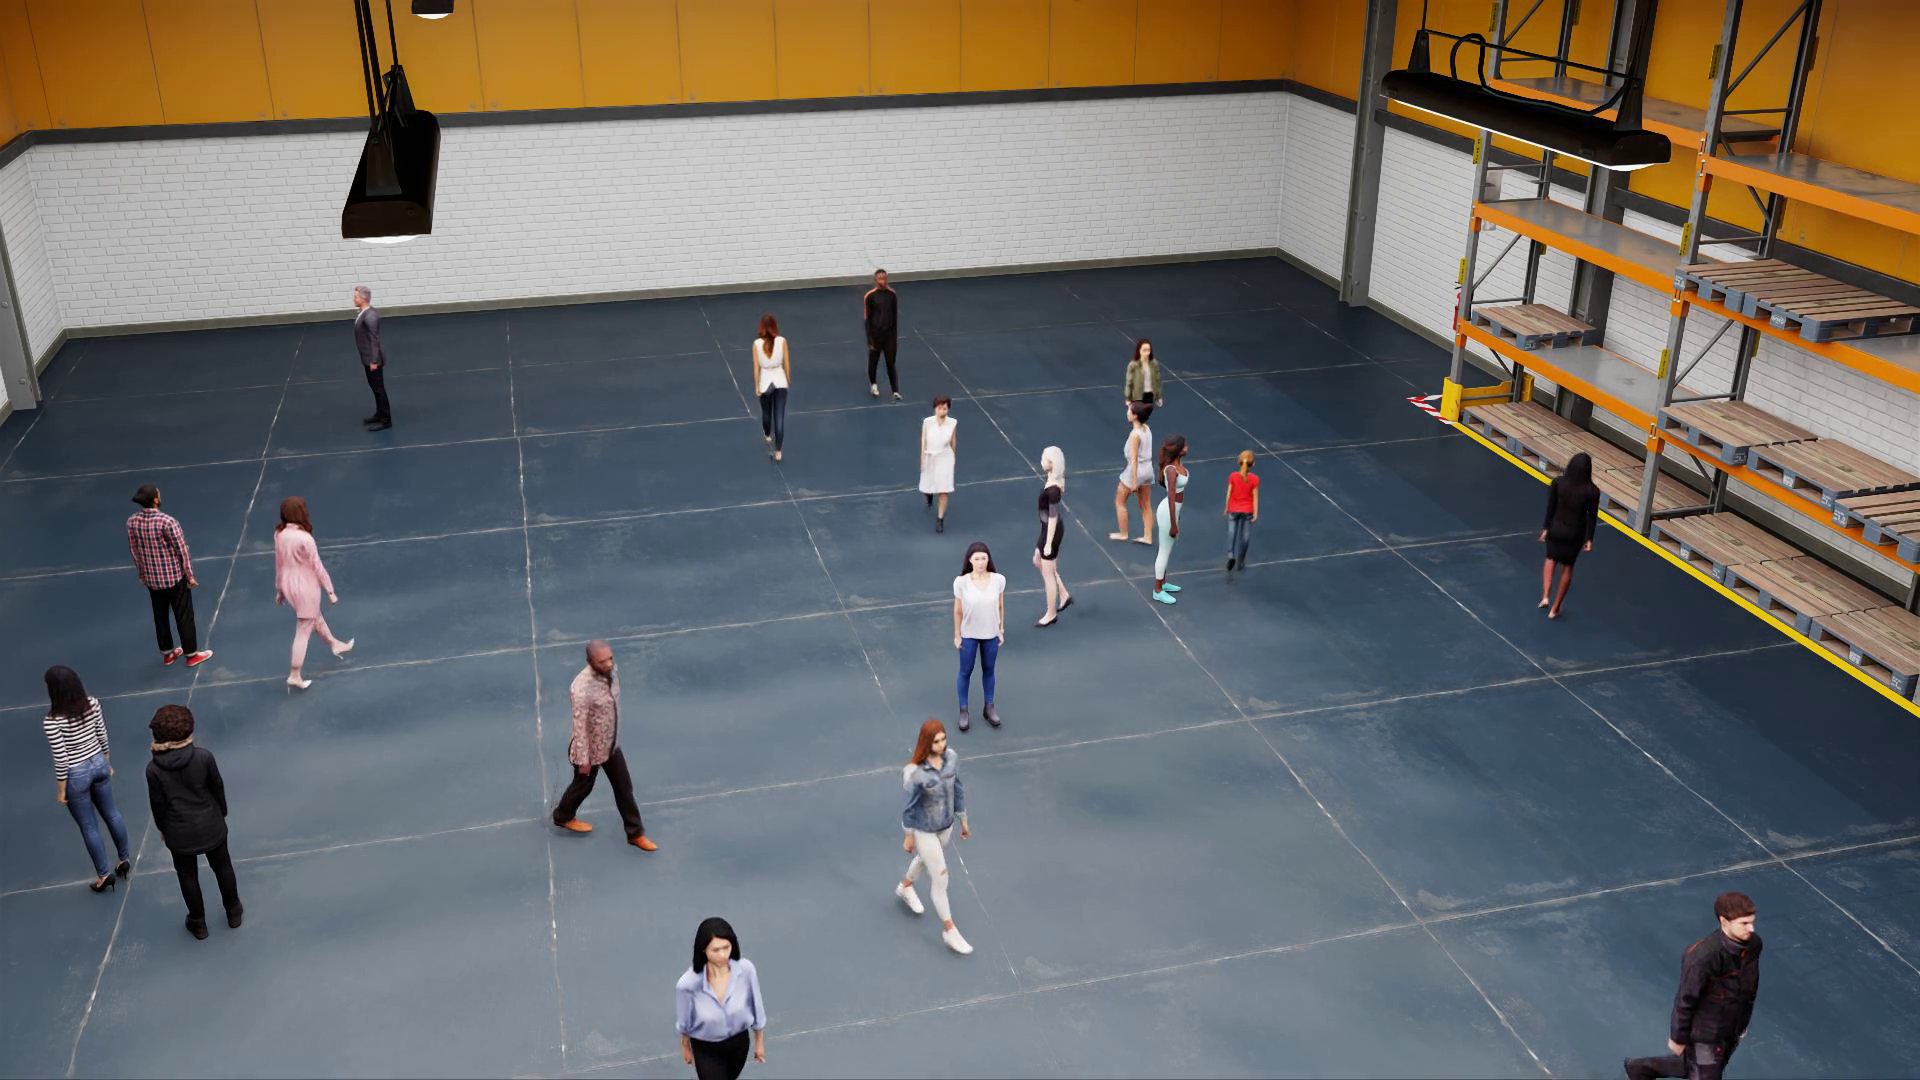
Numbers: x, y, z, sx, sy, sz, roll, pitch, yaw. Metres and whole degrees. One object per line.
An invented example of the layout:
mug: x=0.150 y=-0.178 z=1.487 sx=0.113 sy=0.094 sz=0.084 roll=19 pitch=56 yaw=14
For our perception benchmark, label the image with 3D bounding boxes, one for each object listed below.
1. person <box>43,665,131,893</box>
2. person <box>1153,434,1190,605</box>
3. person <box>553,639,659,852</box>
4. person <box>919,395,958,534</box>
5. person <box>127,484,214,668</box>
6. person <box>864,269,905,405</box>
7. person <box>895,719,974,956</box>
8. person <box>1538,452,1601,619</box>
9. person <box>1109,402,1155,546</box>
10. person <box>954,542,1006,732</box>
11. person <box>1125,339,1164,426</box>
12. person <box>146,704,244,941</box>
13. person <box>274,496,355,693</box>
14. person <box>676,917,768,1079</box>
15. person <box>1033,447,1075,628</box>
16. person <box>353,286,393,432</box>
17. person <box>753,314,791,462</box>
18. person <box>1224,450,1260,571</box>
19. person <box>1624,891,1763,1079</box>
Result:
person: x=-6.256 y=1.704 z=11.895 sx=0.728 sy=1.795 sz=0.637 roll=10 pitch=25 yaw=21
person: x=2.077 y=-0.235 z=16.423 sx=0.709 sy=1.722 sz=0.602 roll=5 pitch=24 yaw=11
person: x=-2.778 y=1.504 z=12.409 sx=1.272 sy=1.750 sz=1.224 roll=10 pitch=25 yaw=21
person: x=-0.244 y=-0.864 z=18.095 sx=0.682 sy=1.535 sz=0.858 roll=0 pitch=24 yaw=0
person: x=-7.225 y=0.313 z=15.119 sx=0.774 sy=1.761 sz=0.727 roll=3 pitch=24 yaw=7
person: x=-1.085 y=-2.712 z=22.040 sx=0.705 sy=1.762 sz=1.186 roll=-8 pitch=25 yaw=-18
person: x=-0.246 y=1.960 z=11.473 sx=0.960 sy=1.664 sz=1.187 roll=-20 pitch=30 yaw=-38
person: x=5.792 y=-0.015 z=15.931 sx=0.789 sy=1.713 sz=0.850 roll=13 pitch=27 yaw=28
person: x=1.959 y=-0.677 z=17.598 sx=0.826 sy=1.590 sz=0.763 roll=15 pitch=28 yaw=30
person: x=0.156 y=0.806 z=14.087 sx=0.587 sy=1.685 sz=0.505 roll=-6 pitch=24 yaw=-14
person: x=2.203 y=-1.730 z=20.192 sx=0.606 sy=1.442 sz=0.969 roll=-7 pitch=25 yaw=-16
person: x=-5.251 y=1.929 z=11.399 sx=0.689 sy=1.781 sz=0.688 roll=-13 pitch=27 yaw=-28
person: x=-5.850 y=0.528 z=14.630 sx=1.076 sy=1.760 sz=1.166 roll=11 pitch=26 yaw=23
person: x=-1.374 y=2.828 z=9.443 sx=0.785 sy=1.700 sz=1.202 roll=-11 pitch=26 yaw=-23
person: x=0.930 y=-0.036 z=15.838 sx=0.790 sy=1.825 sz=0.693 roll=0 pitch=24 yaw=1
person: x=-7.456 y=-2.330 z=21.066 sx=0.821 sy=1.842 sz=0.619 roll=-12 pitch=26 yaw=-25
person: x=-2.232 y=-1.798 z=19.976 sx=0.665 sy=1.739 sz=1.097 roll=-3 pitch=24 yaw=-8
person: x=2.867 y=-0.274 z=17.043 sx=0.665 sy=1.297 sz=0.774 roll=6 pitch=24 yaw=13
person: x=4.219 y=2.734 z=9.513 sx=0.924 sy=1.815 sz=1.155 roll=-14 pitch=27 yaw=-30
